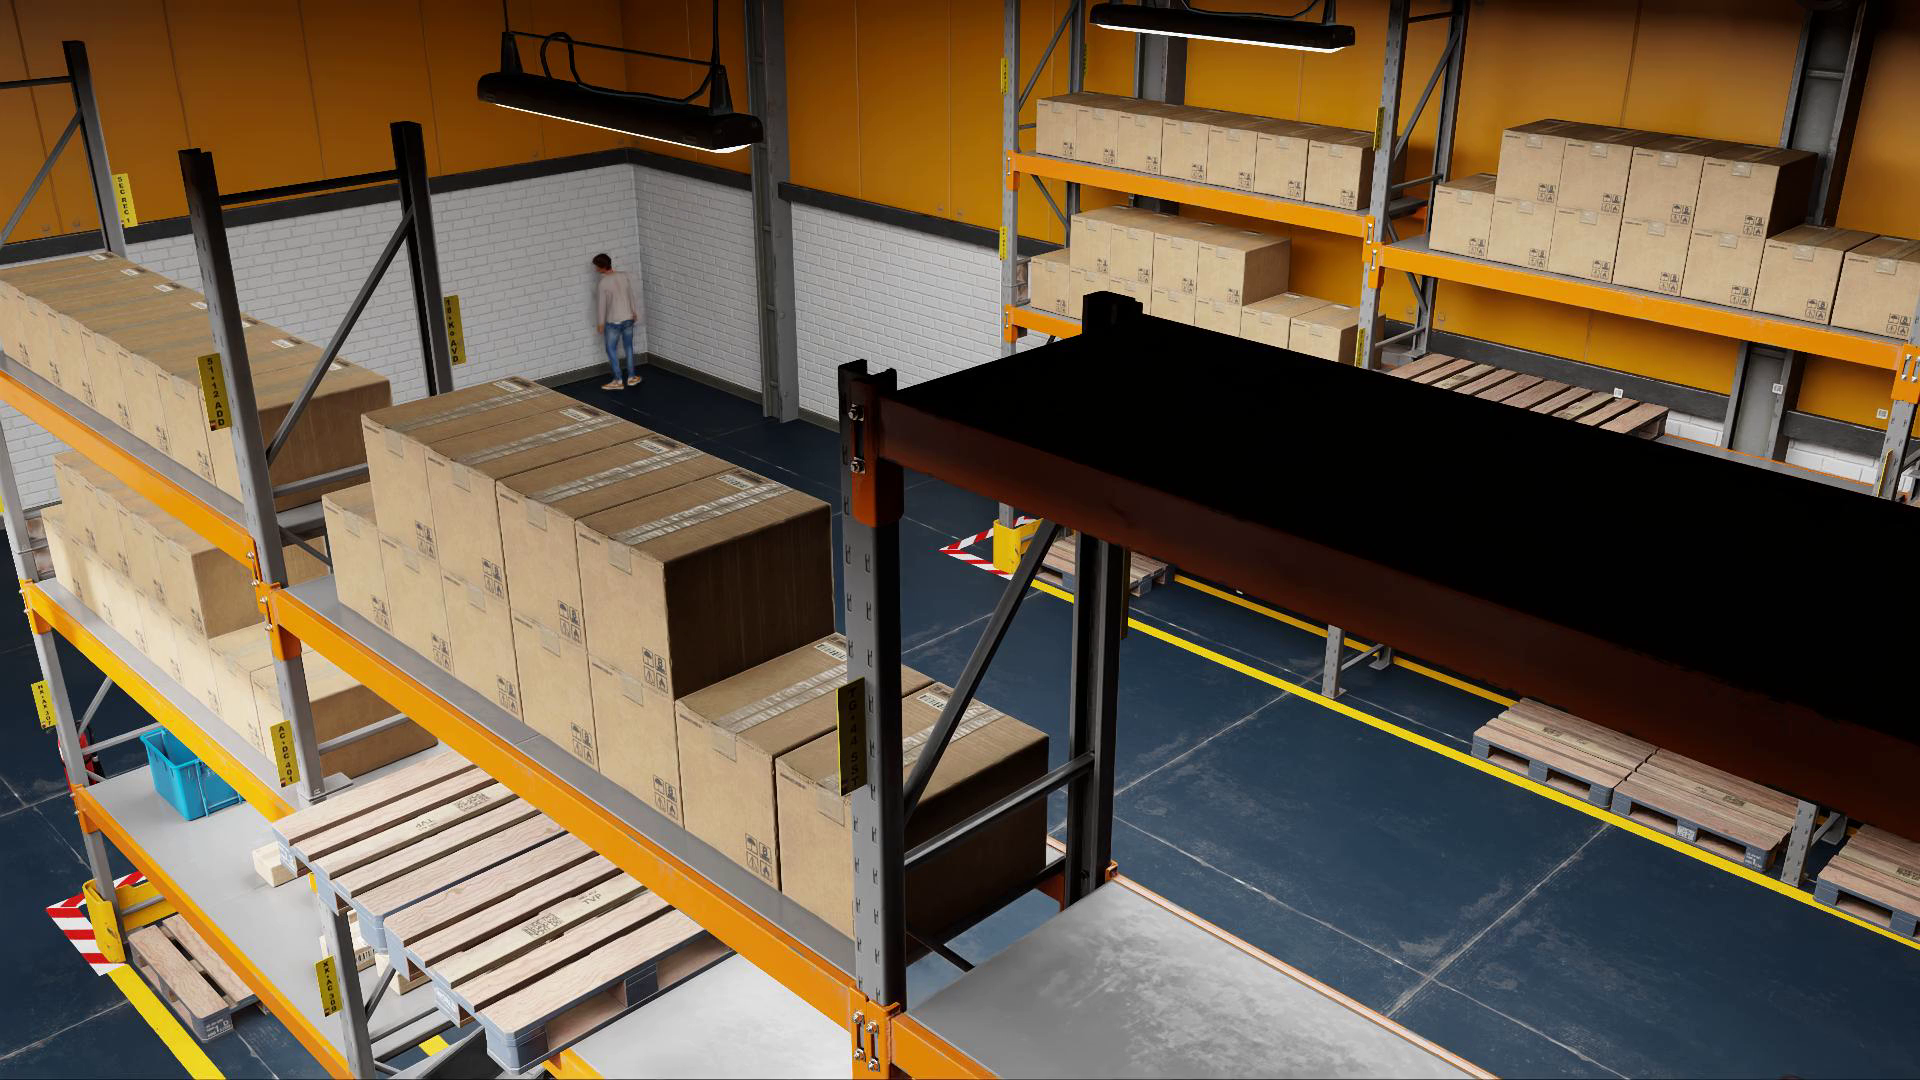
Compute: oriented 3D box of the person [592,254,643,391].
[{"bbox_3d":[-4.575,-2.981,22.542,0.866,1.865,0.622,-10,26,-22],"label":"person"}]
